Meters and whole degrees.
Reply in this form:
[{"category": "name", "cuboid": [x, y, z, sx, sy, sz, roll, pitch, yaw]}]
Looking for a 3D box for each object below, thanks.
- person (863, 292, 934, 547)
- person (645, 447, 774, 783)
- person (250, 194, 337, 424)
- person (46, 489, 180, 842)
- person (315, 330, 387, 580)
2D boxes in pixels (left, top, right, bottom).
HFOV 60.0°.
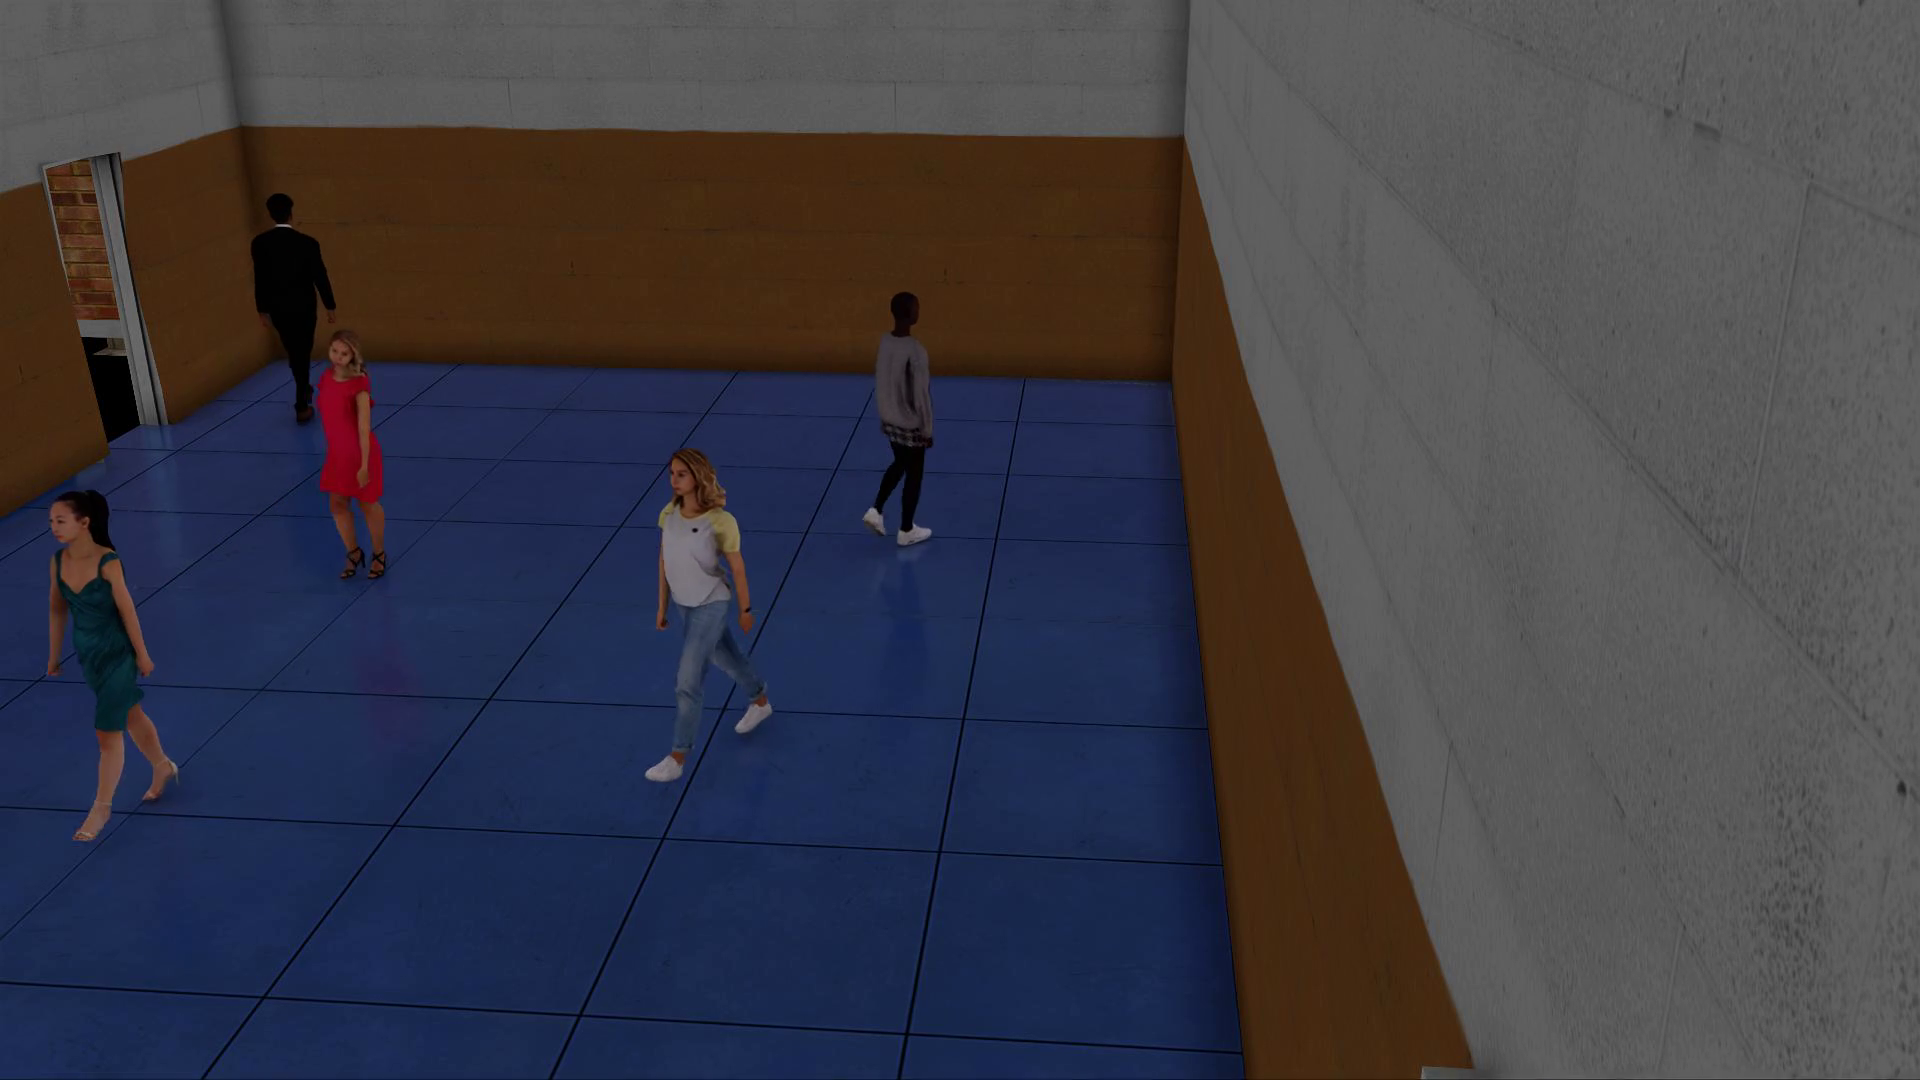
[{"category": "person", "cuboid": [-0.443, -0.775, 11.109, 0.912, 1.760, 0.857, -19, 29, -39]}, {"category": "person", "cuboid": [-1.244, 0.335, 8.457, 1.211, 1.662, 1.108, 14, 26, 32]}, {"category": "person", "cuboid": [-5.542, -1.887, 13.752, 1.023, 1.852, 0.938, -3, 22, -7]}, {"category": "person", "cuboid": [-4.008, 0.544, 7.962, 0.919, 1.659, 0.808, 8, 23, 19]}, {"category": "person", "cuboid": [-3.849, -0.537, 10.606, 0.667, 1.694, 0.770, 15, 27, 34]}]
